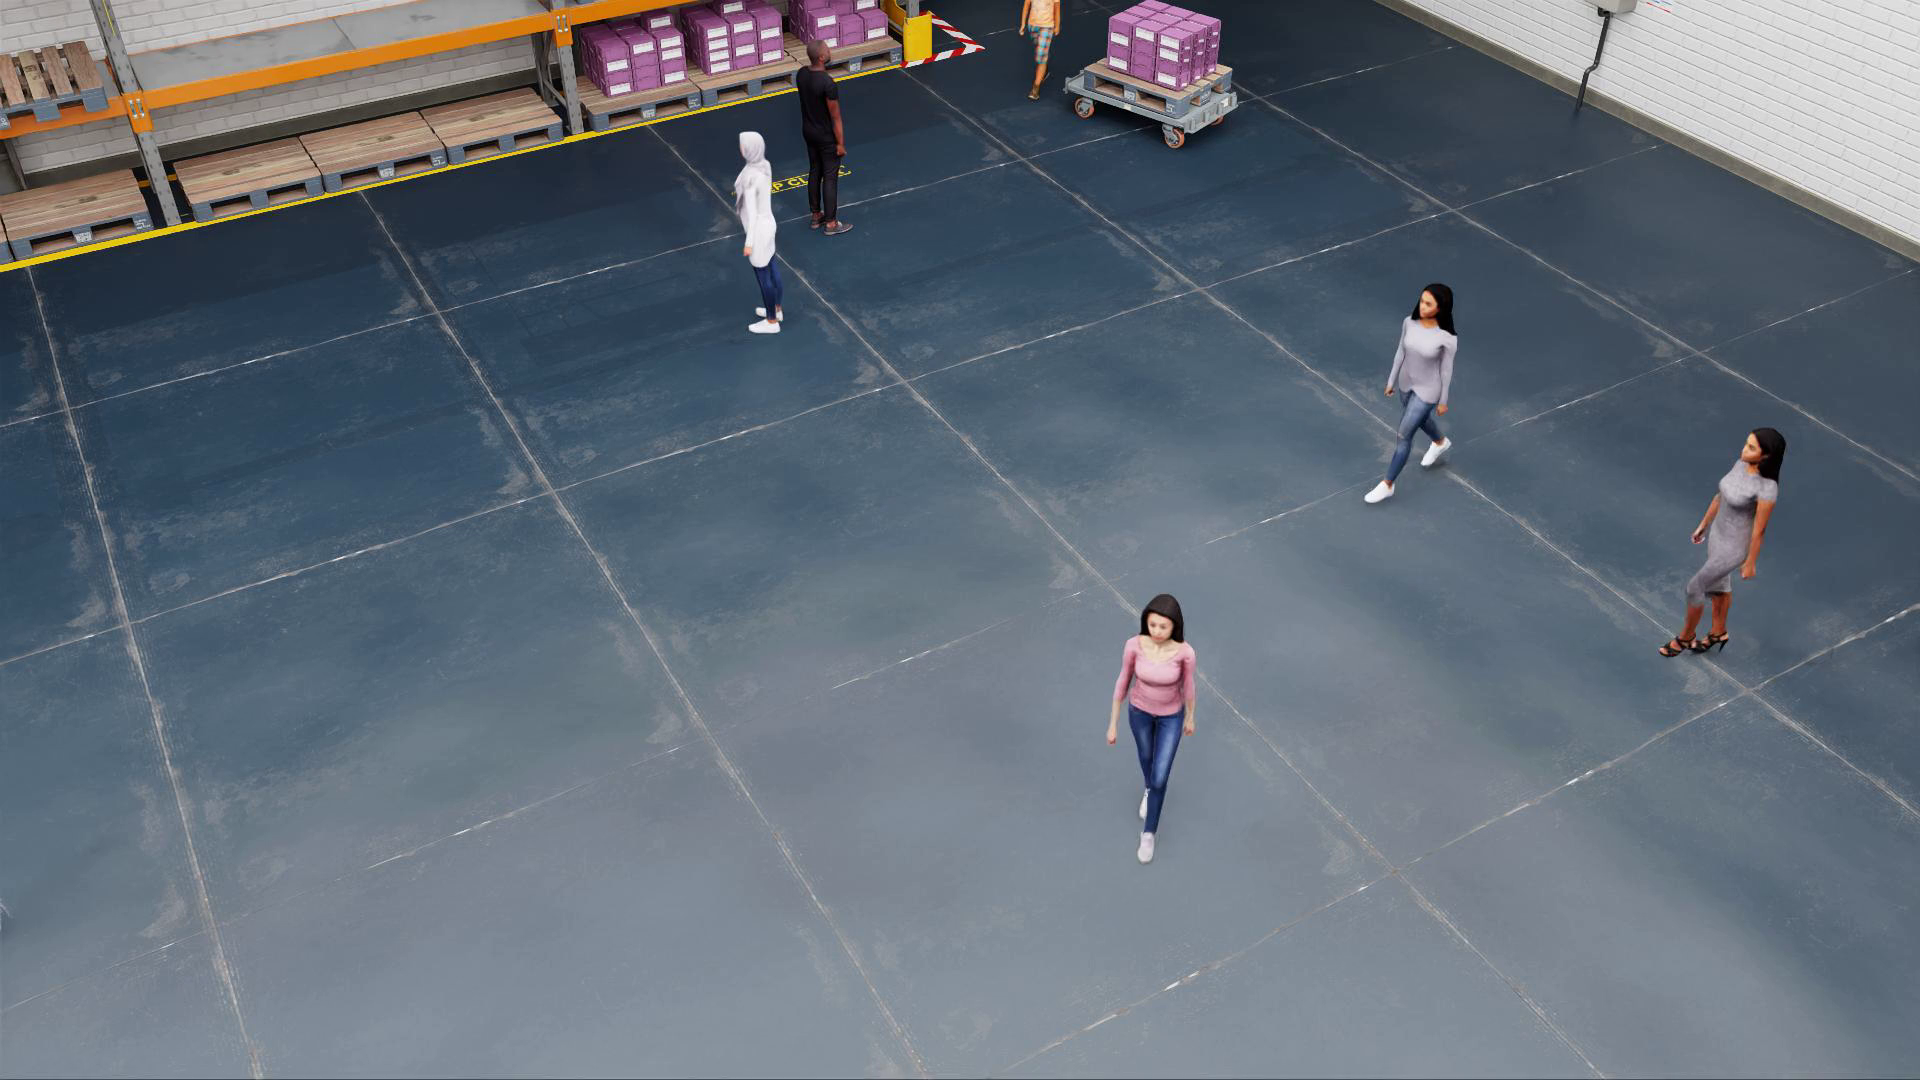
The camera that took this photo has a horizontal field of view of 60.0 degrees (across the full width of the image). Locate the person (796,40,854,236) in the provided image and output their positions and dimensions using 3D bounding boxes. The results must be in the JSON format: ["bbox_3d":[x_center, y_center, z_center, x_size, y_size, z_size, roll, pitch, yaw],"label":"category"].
[{"bbox_3d":[-1.257,-3.666,15.140,0.640,1.819,0.715,-30,47,-32],"label":"person"}]

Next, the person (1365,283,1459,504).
[{"bbox_3d":[3.399,-1.107,12.037,1.163,1.693,0.673,-22,43,-25],"label":"person"}]

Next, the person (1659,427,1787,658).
[{"bbox_3d":[4.959,0.046,10.536,0.822,1.766,0.758,1,39,1],"label":"person"}]

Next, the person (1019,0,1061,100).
[{"bbox_3d":[0.890,-5.501,17.758,0.916,1.419,1.052,15,41,18],"label":"person"}]

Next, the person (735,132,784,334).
[{"bbox_3d":[-1.649,-2.543,13.770,0.748,1.775,0.694,8,39,10],"label":"person"}]

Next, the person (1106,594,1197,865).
[{"bbox_3d":[1.131,0.939,9.450,0.913,1.724,0.985,11,40,14],"label":"person"}]
